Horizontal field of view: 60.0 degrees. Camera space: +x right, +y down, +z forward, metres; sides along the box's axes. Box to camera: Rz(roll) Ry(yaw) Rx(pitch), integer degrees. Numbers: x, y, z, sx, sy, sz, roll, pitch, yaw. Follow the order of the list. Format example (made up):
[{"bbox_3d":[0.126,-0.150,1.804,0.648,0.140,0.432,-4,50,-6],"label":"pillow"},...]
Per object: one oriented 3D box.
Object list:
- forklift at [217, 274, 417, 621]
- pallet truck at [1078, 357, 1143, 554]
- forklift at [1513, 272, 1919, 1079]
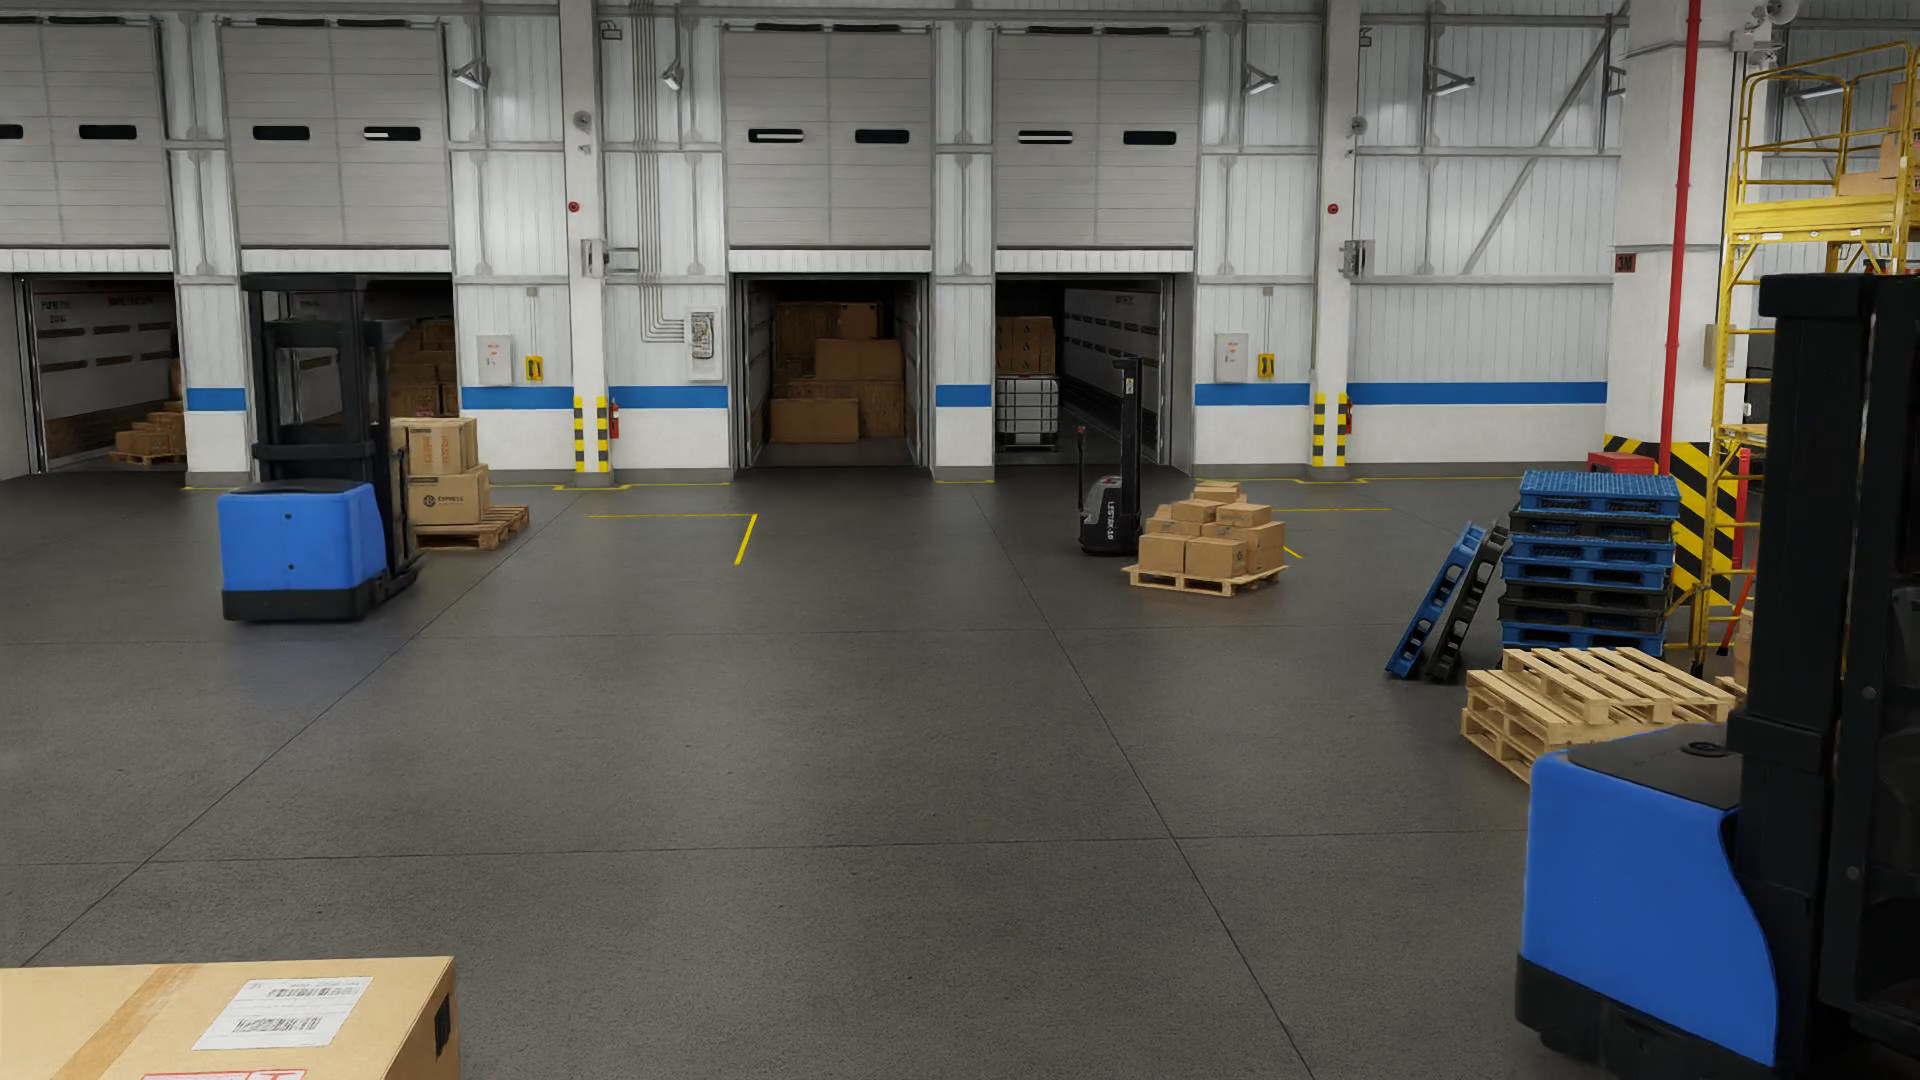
[{"bbox_3d":[-5.438,-0.834,13.983,1.129,2.768,1.873,-1,9,-4],"label":"forklift"},{"bbox_3d":[2.088,-0.836,16.757,1.885,1.965,0.823,2,9,13],"label":"pallet truck"},{"bbox_3d":[2.943,0.525,5.452,1.129,2.768,1.873,-5,11,-30],"label":"forklift"}]
